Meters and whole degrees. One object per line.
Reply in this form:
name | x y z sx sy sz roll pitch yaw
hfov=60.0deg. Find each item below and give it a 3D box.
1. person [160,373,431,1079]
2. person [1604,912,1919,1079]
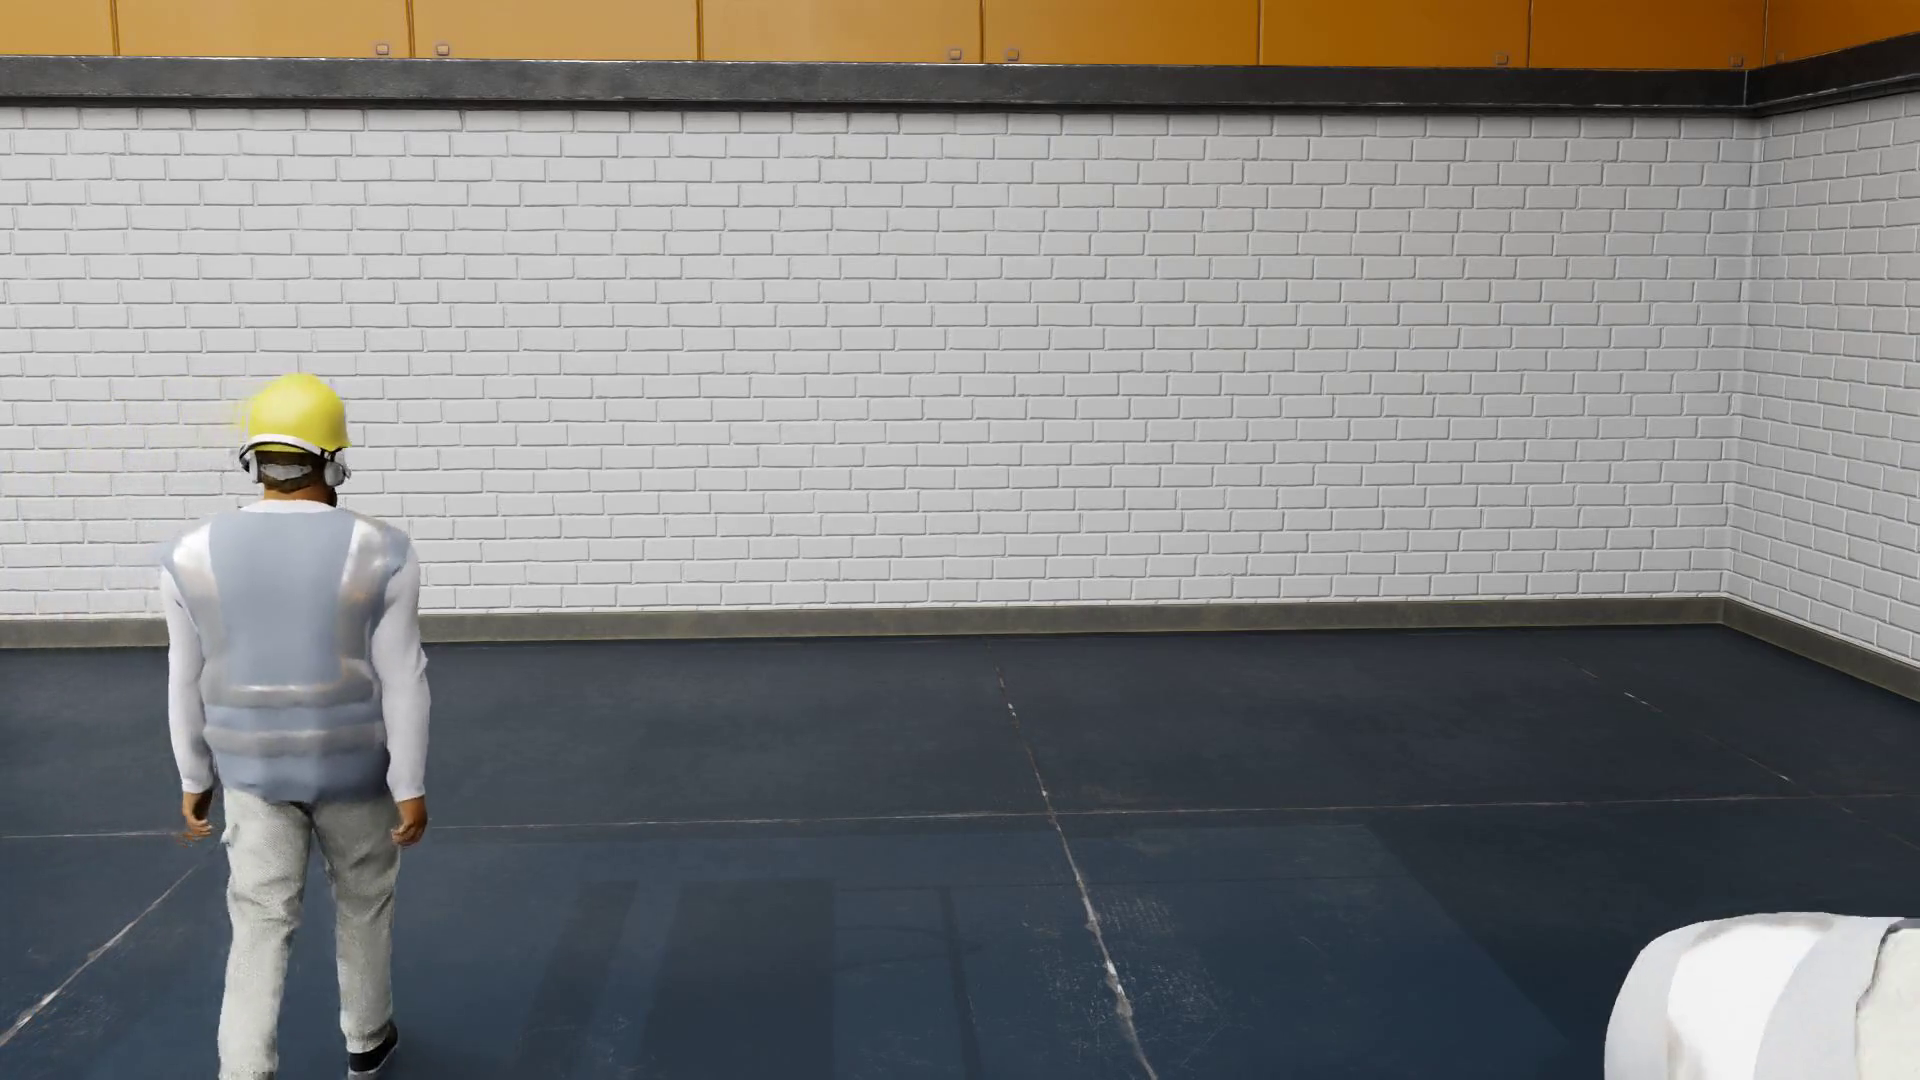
person | -1.534 0.517 3.866 0.599 1.803 0.834 -1 9 -7
person | 0.625 0.909 1.042 0.612 1.908 1.010 8 12 41
